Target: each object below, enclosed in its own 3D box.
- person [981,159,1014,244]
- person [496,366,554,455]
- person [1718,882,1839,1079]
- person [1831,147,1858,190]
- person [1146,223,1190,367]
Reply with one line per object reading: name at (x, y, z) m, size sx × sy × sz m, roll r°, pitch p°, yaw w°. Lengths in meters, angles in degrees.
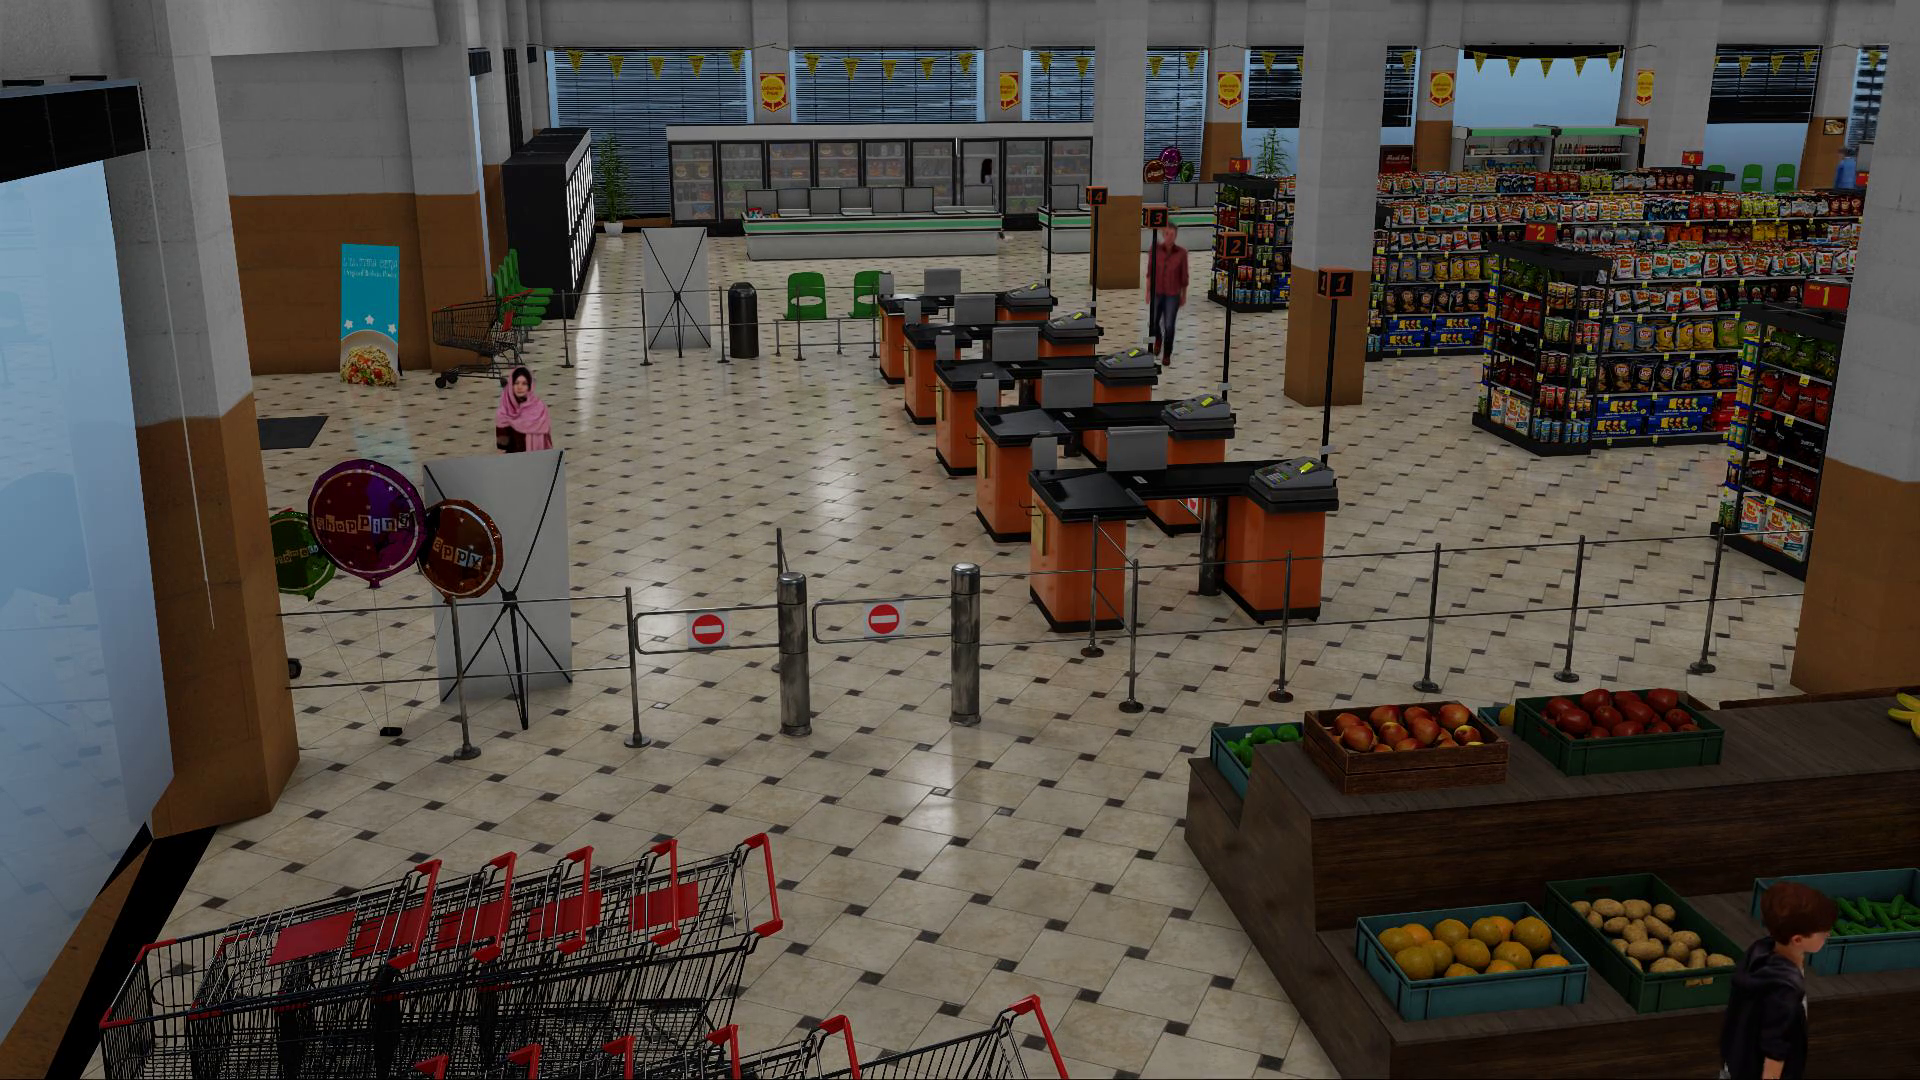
person at (0.459, -6.846, 33.818) m, size 1.149 × 1.682 × 0.652 m, roll -2°, pitch 17°, yaw -7°
person at (-3.469, -0.589, 13.291) m, size 0.684 × 1.636 × 0.811 m, roll -11°, pitch 20°, yaw -33°
person at (2.684, 1.828, 5.710) m, size 1.012 × 1.415 × 0.720 m, roll 2°, pitch 17°, yaw 7°
person at (19.478, -7.715, 36.520) m, size 0.490 × 1.775 × 0.867 m, roll 1°, pitch 17°, yaw 5°
person at (2.673, -3.198, 21.572) m, size 0.866 × 1.817 × 0.918 m, roll 4°, pitch 17°, yaw 12°
